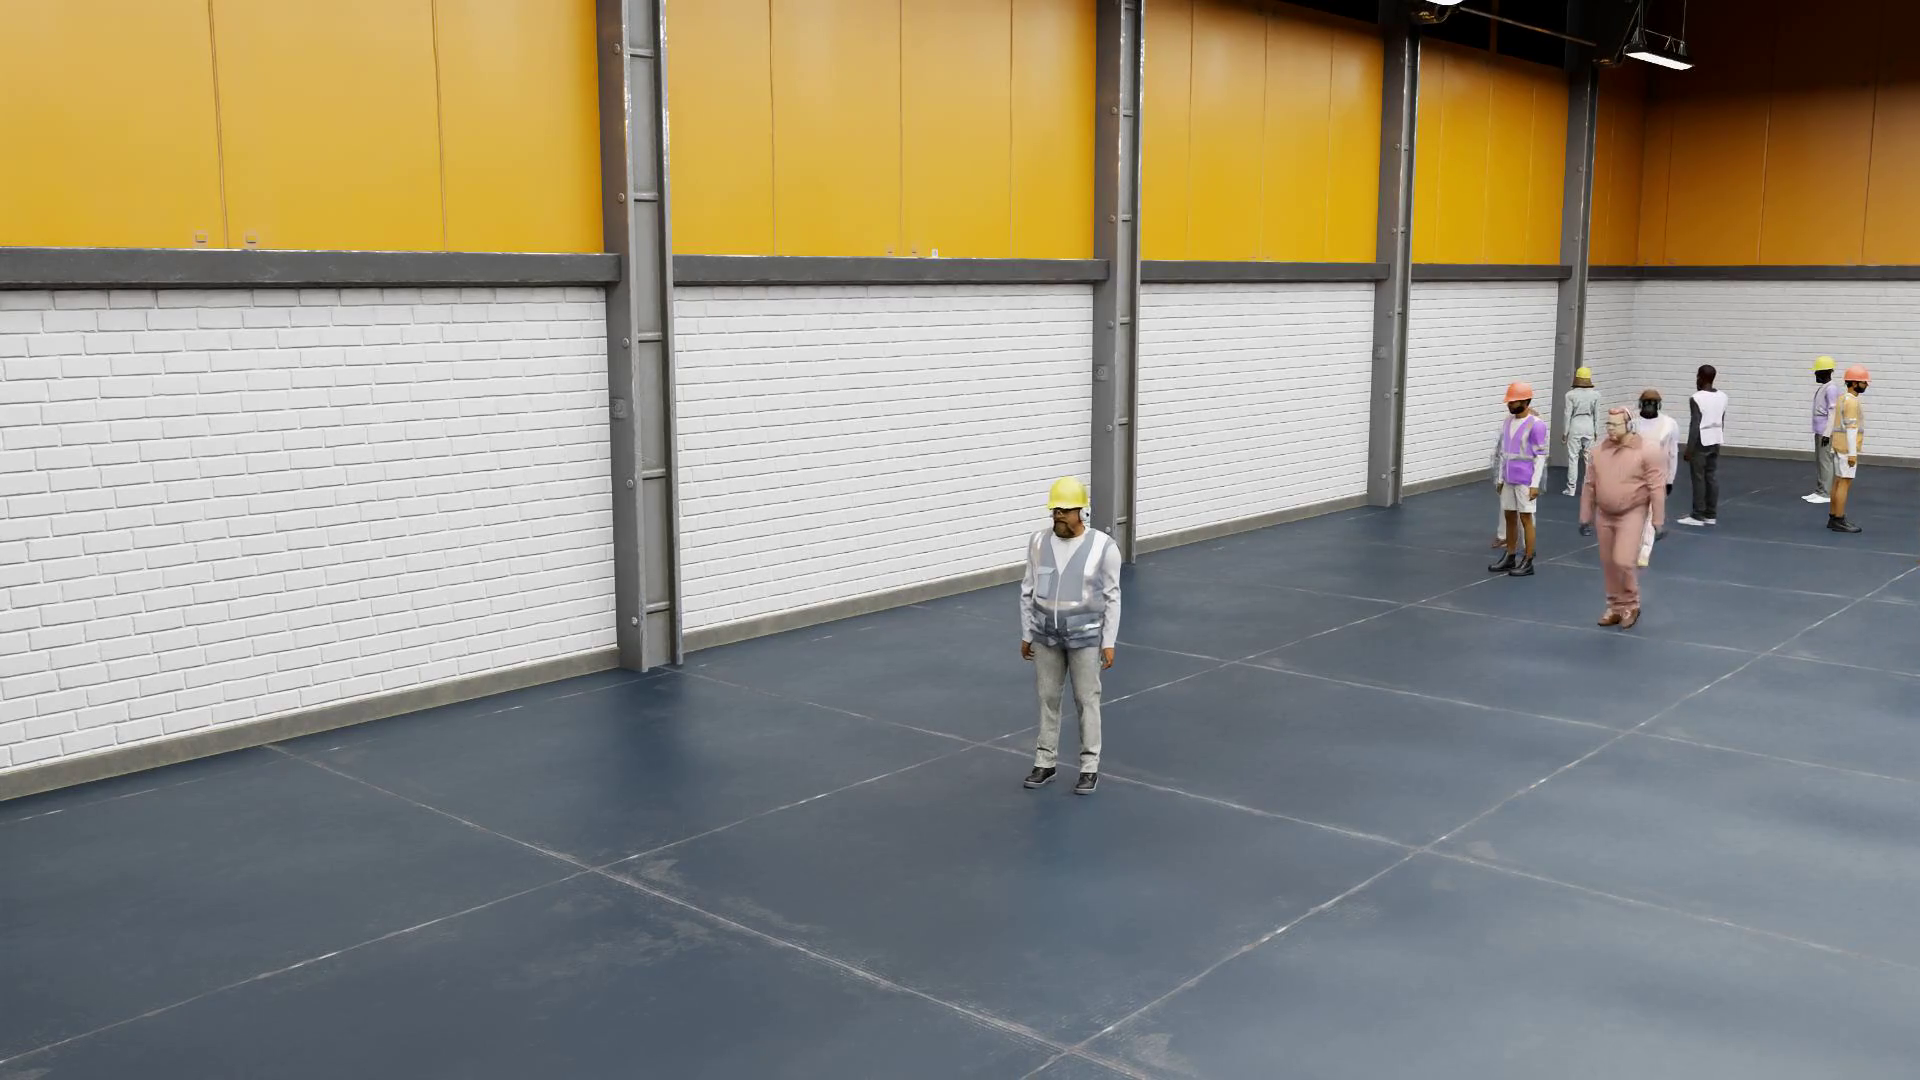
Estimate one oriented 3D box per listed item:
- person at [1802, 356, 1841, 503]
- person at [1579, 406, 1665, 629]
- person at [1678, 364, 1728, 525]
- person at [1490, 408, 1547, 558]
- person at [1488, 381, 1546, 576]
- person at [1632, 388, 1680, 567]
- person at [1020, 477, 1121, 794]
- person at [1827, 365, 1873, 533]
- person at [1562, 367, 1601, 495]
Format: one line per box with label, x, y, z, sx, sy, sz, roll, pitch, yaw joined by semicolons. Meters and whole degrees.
person;11.280;-1.439;21.757;0.375;1.922;0.594;3;9;17
person;5.554;-0.185;13.982;0.511;1.886;0.696;-7;11;-36
person;8.883;-1.128;19.826;0.596;1.916;0.373;-5;10;-30
person;6.002;-0.640;17.842;0.547;1.577;0.765;3;10;18
person;5.519;-0.605;16.487;0.376;1.933;0.551;-4;10;-22
person;7.055;-0.658;17.154;0.640;1.830;0.608;4;10;25
person;0.618;0.543;9.585;0.600;1.836;0.404;4;10;24
person;10.342;-1.058;19.325;0.356;1.937;0.552;3;9;17
person;8.397;-1.470;22.520;0.493;1.742;0.322;0;9;0
